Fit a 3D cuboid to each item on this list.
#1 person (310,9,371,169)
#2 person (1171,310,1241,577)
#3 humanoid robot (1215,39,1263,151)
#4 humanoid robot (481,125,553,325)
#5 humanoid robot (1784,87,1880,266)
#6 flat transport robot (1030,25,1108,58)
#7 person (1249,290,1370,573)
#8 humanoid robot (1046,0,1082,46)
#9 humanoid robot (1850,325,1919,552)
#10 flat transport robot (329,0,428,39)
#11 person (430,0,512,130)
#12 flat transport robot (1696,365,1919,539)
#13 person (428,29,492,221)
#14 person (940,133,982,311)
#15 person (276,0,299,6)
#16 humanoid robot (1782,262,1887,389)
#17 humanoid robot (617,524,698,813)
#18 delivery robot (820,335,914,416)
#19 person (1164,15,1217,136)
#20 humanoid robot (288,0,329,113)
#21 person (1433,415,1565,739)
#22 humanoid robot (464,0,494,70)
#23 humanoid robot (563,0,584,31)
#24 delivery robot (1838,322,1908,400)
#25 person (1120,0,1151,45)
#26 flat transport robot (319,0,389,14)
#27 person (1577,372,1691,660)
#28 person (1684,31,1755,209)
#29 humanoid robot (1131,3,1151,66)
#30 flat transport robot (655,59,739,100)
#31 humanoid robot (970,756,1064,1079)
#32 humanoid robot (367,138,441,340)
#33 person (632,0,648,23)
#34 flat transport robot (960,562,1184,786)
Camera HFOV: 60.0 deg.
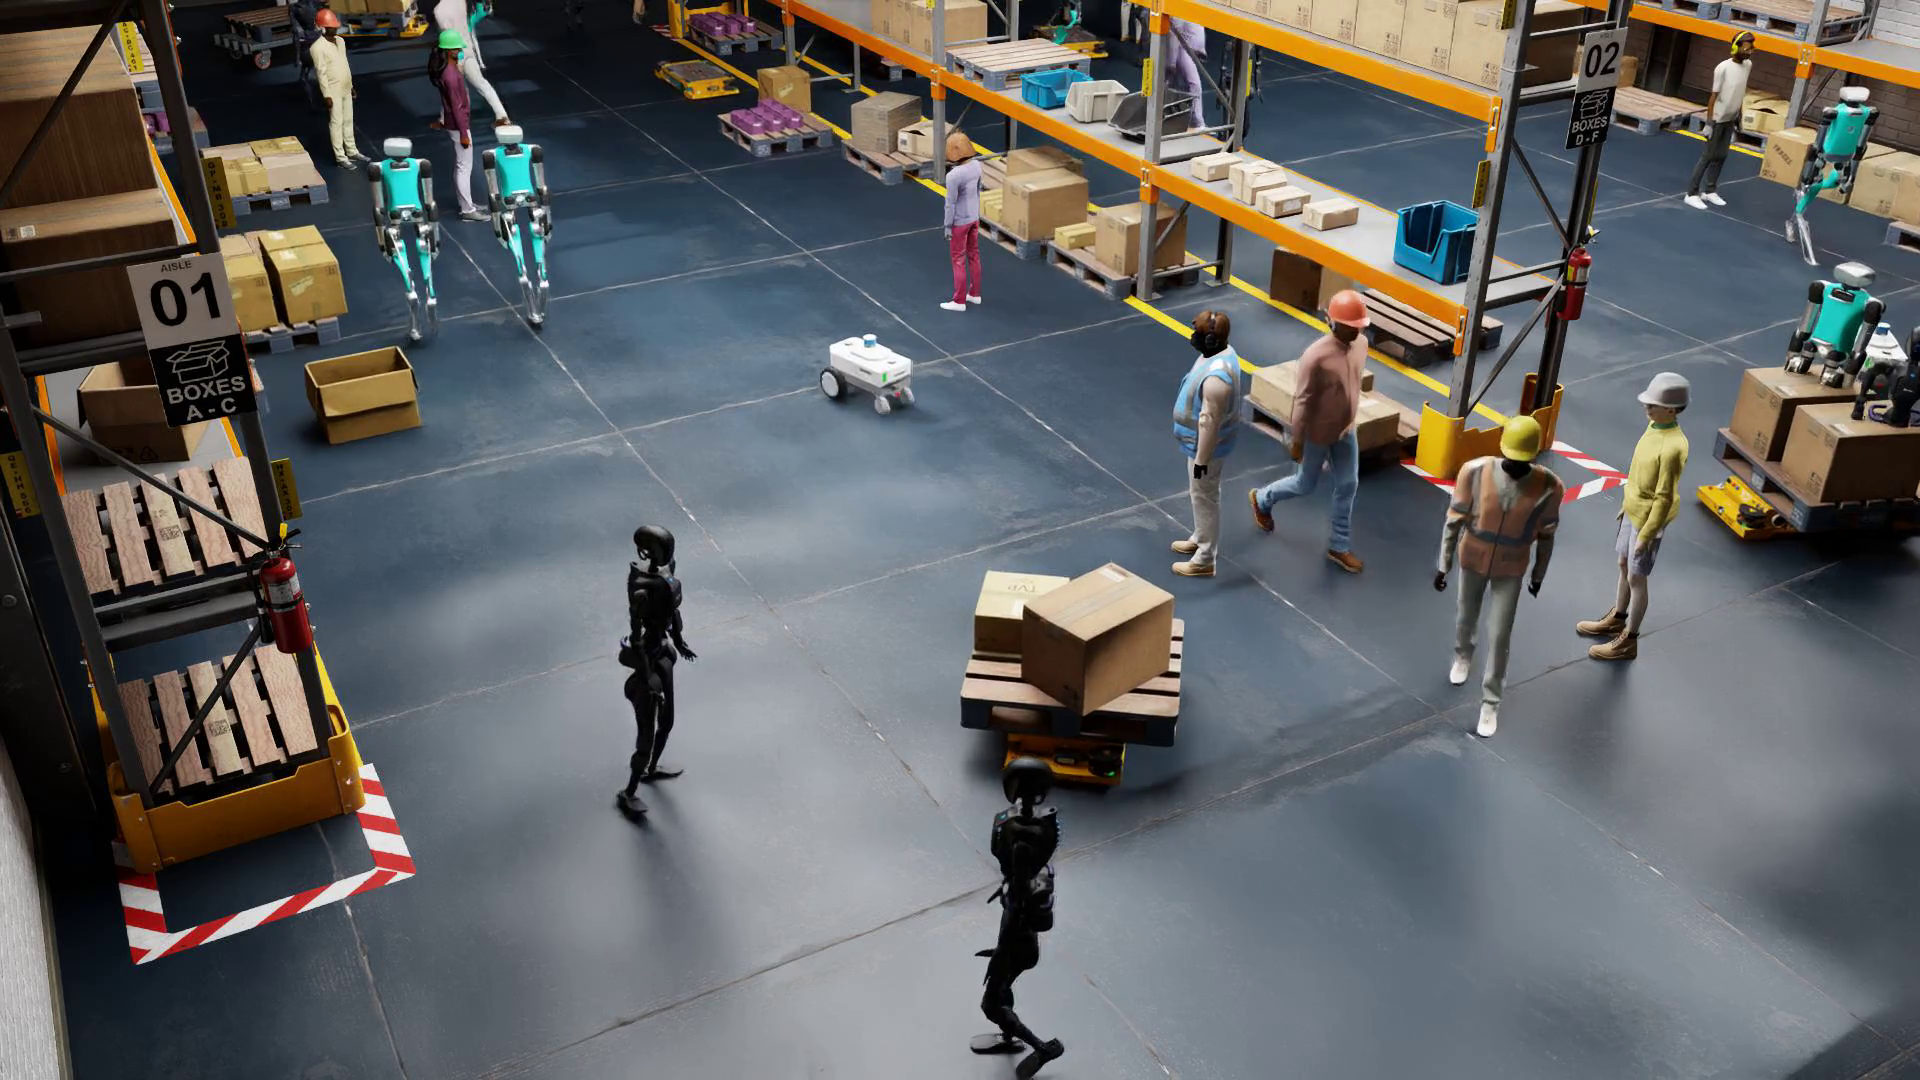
[{"bbox_3d":[-7.019,-5.099,18.795,0.328,1.751,0.565,7,31,11],"label":"person"},{"bbox_3d":[1.610,-0.640,10.959,0.429,1.837,0.628,4,30,8],"label":"person"},{"bbox_3d":[3.170,-5.182,19.014,0.591,1.635,0.394,-14,33,-23],"label":"humanoid robot"},{"bbox_3d":[-3.796,-2.686,14.626,0.530,1.780,0.879,-14,33,-22],"label":"humanoid robot"},{"bbox_3d":[8.400,-3.655,16.341,0.530,1.770,0.995,-1,30,-1],"label":"humanoid robot"},{"bbox_3d":[1.555,-7.138,23.836,0.659,0.231,1.431,-9,31,-15],"label":"flat transport robot"},{"bbox_3d":[2.388,-0.779,11.079,0.619,1.961,0.881,-20,35,-31],"label":"person"},{"bbox_3d":[1.320,-6.919,22.037,0.695,1.858,0.545,13,32,21],"label":"humanoid robot"},{"bbox_3d":[6.286,-0.685,11.197,0.600,1.639,0.352,12,32,20],"label":"humanoid robot"},{"bbox_3d":[-8.677,-7.604,24.647,1.431,0.231,0.659,-4,30,-6],"label":"flat transport robot"},{"bbox_3d":[-5.975,-5.821,19.937,1.044,1.894,0.646,8,31,14],"label":"person"},{"bbox_3d":[6.115,-0.278,11.893,1.431,0.231,0.659,-4,30,-6],"label":"flat transport robot"},{"bbox_3d":[-5.172,-4.272,17.160,0.422,1.948,0.499,-10,32,-18],"label":"person"},{"bbox_3d":[0.019,-2.872,15.044,0.288,1.629,0.498,20,35,30],"label":"person"},{"bbox_3d":[-10.095,-8.612,24.822,0.429,1.841,0.635,10,31,17],"label":"person"},{"bbox_3d":[5.945,-1.053,11.759,0.766,1.775,0.543,-18,35,-29],"label":"humanoid robot"},{"bbox_3d":[-1.658,0.654,8.869,0.382,1.639,0.677,5,30,9],"label":"humanoid robot"},{"bbox_3d":[-0.744,-1.381,13.530,0.499,0.598,0.779,-26,39,-38],"label":"delivery robot"},{"bbox_3d":[2.664,-5.848,19.994,0.975,1.857,0.623,12,32,20],"label":"person"},{"bbox_3d":[-8.054,-6.119,20.651,0.487,1.641,0.608,12,32,21],"label":"humanoid robot"},{"bbox_3d":[3.064,0.131,9.567,0.619,1.899,0.795,12,32,19],"label":"person"},{"bbox_3d":[-6.634,-7.151,22.504,0.733,1.897,0.539,21,36,32],"label":"humanoid robot"},{"bbox_3d":[-5.824,-8.469,24.745,0.605,1.640,0.545,-11,32,-18],"label":"humanoid robot"},{"bbox_3d":[7.548,-1.508,13.759,0.499,0.606,0.794,6,30,11],"label":"delivery robot"},{"bbox_3d":[2.537,-8.105,23.888,0.581,1.896,0.353,22,36,33],"label":"person"},{"bbox_3d":[-9.234,-8.076,25.468,0.659,0.231,1.431,-23,37,-34],"label":"flat transport robot"},{"bbox_3d":[4.125,-0.143,10.034,0.385,1.891,0.472,2,30,3],"label":"person"},{"bbox_3d":[8.042,-4.422,17.516,0.518,1.856,0.331,-15,33,-24],"label":"person"},{"bbox_3d":[2.531,-7.326,22.756,0.355,1.654,0.583,10,31,17],"label":"humanoid robot"},{"bbox_3d":[-3.501,-6.117,22.059,0.659,0.231,1.431,-15,33,-24],"label":"flat transport robot"},{"bbox_3d":[0.251,1.611,7.197,0.379,1.639,0.583,1,30,2],"label":"humanoid robot"},{"bbox_3d":[-4.678,-2.472,14.253,0.557,1.788,0.809,-11,32,-19],"label":"humanoid robot"},{"bbox_3d":[-4.896,-8.698,25.095,0.572,1.722,0.791,5,30,9],"label":"person"},{"bbox_3d":[0.681,0.923,9.804,0.659,0.231,1.431,5,30,8],"label":"flat transport robot"}]
